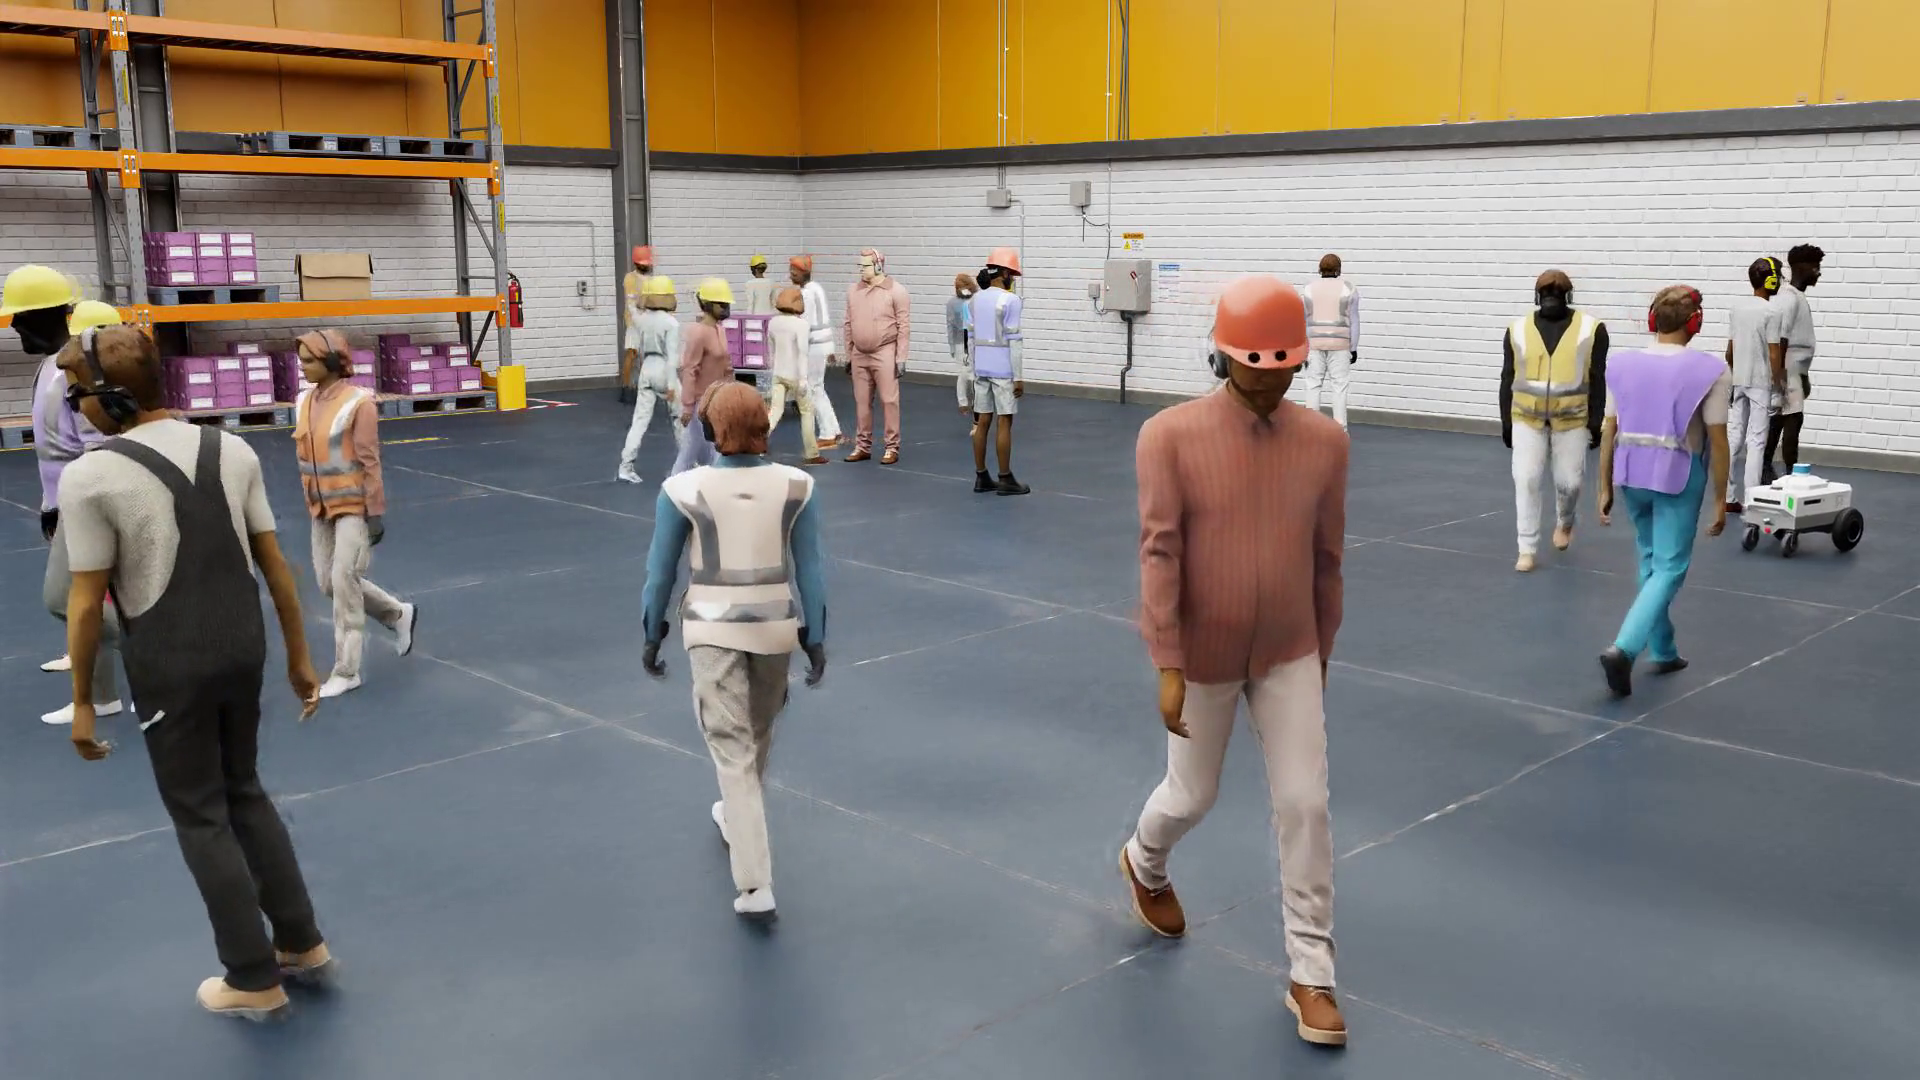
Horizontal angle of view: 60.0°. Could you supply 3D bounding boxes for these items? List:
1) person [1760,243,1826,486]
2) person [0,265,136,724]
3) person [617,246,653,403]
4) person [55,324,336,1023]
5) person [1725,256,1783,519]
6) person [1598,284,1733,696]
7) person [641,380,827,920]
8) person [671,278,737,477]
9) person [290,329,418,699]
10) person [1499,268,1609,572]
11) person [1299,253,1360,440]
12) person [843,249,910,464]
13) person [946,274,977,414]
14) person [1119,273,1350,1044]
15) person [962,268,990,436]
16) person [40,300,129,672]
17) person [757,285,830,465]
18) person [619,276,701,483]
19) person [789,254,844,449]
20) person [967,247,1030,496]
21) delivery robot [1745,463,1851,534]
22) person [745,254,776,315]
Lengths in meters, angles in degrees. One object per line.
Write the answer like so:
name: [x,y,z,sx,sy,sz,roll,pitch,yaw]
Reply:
person: [6.550,-1.317,12.961,0.535,1.963,0.657,6,12,30]
person: [-3.618,-0.170,6.841,0.491,1.905,0.585,-7,12,-33]
person: [-3.876,-2.632,20.320,0.420,1.899,0.828,4,11,22]
person: [-1.960,0.355,4.247,0.490,1.804,0.537,6,12,29]
person: [5.706,-1.085,11.928,0.328,1.872,0.514,-3,11,-17]
person: [3.109,-0.227,7.416,0.834,1.817,0.571,-8,13,-38]
person: [-0.691,0.304,5.119,0.533,1.585,0.926,-5,12,-25]
person: [-1.705,-0.951,11.607,0.884,1.717,0.532,1,10,7]
person: [-2.712,-0.139,7.464,0.517,1.618,0.633,6,12,30]
person: [3.612,-0.741,10.162,0.631,1.828,0.666,5,11,24]
person: [3.632,-1.896,16.424,0.619,1.845,0.430,4,11,20]
person: [-0.764,-1.621,14.758,0.645,1.903,0.400,6,12,28]
person: [0.094,-2.208,18.786,0.579,1.595,0.373,-7,12,-33]
person: [0.717,0.264,4.422,0.603,1.942,0.879,-2,11,-11]
person: [0.281,-1.872,16.682,0.539,1.698,0.318,-2,11,-11]
person: [-3.975,-0.286,7.979,0.899,1.727,0.539,-10,14,-43]
person: [-1.507,-1.408,14.431,0.512,1.594,0.832,9,13,39]
person: [-2.487,-1.324,13.710,0.492,1.697,0.926,6,12,30]
person: [-1.373,-1.764,15.681,0.445,1.848,0.608,1,10,6]
person: [0.306,-1.313,13.019,0.388,1.926,0.546,-9,14,-41]
delivery robot: [5.396,-0.249,10.702,0.707,0.478,0.477,-6,12,-32]
person: [-2.668,-2.906,22.140,0.324,1.767,0.533,9,14,40]
